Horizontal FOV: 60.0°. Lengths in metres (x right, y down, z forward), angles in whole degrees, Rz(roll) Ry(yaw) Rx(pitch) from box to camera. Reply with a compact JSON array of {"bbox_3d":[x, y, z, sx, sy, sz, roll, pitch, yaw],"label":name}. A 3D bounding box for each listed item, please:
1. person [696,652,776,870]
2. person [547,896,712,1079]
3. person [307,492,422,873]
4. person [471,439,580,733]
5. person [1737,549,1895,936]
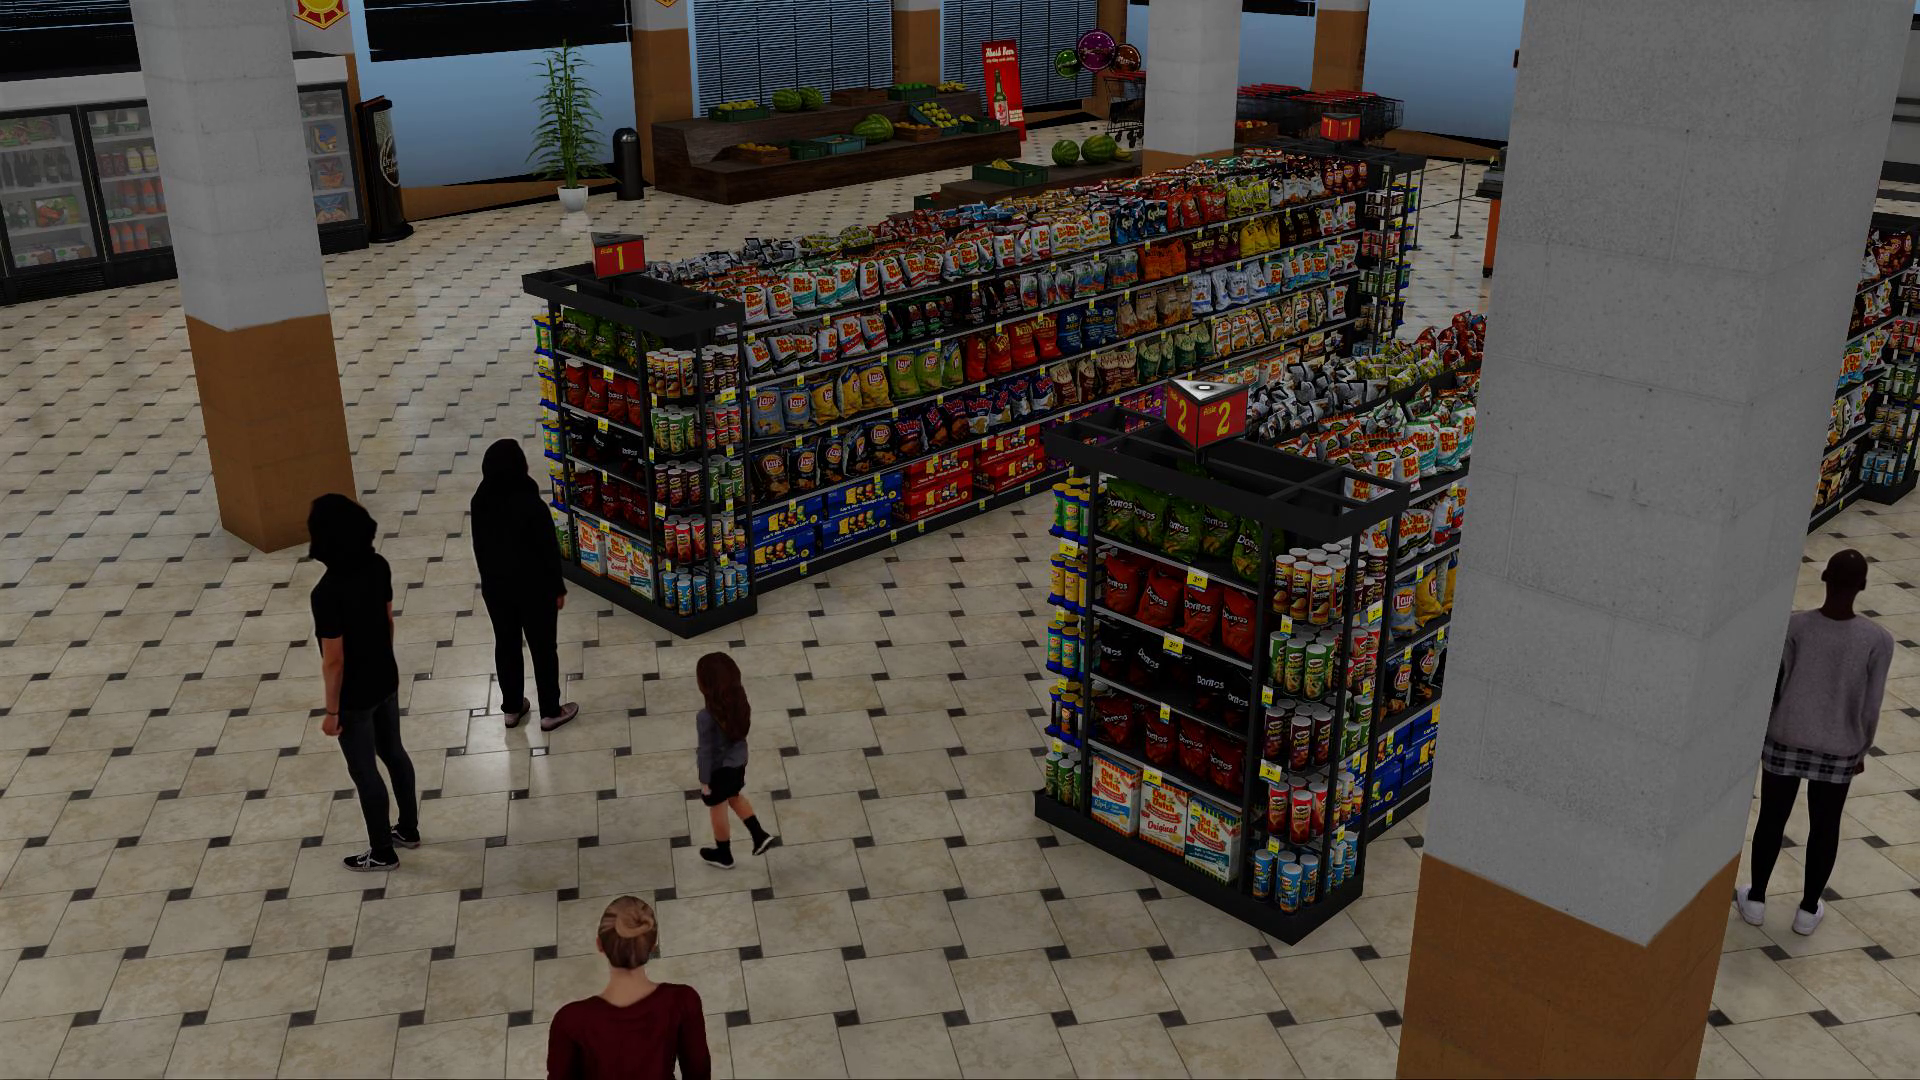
[{"bbox_3d":[-1.038,1.019,7.591,0.629,1.099,0.601,11,24,26],"label":"person"},{"bbox_3d":[-0.941,1.810,4.842,0.886,1.681,0.855,-10,24,-23],"label":"person"},{"bbox_3d":[-2.706,0.640,7.543,0.768,1.837,0.632,7,23,17],"label":"person"},{"bbox_3d":[-2.334,0.246,8.820,0.752,1.617,0.781,6,23,14],"label":"person"},{"bbox_3d":[3.630,0.861,7.082,0.680,1.771,0.648,10,24,24],"label":"person"}]
